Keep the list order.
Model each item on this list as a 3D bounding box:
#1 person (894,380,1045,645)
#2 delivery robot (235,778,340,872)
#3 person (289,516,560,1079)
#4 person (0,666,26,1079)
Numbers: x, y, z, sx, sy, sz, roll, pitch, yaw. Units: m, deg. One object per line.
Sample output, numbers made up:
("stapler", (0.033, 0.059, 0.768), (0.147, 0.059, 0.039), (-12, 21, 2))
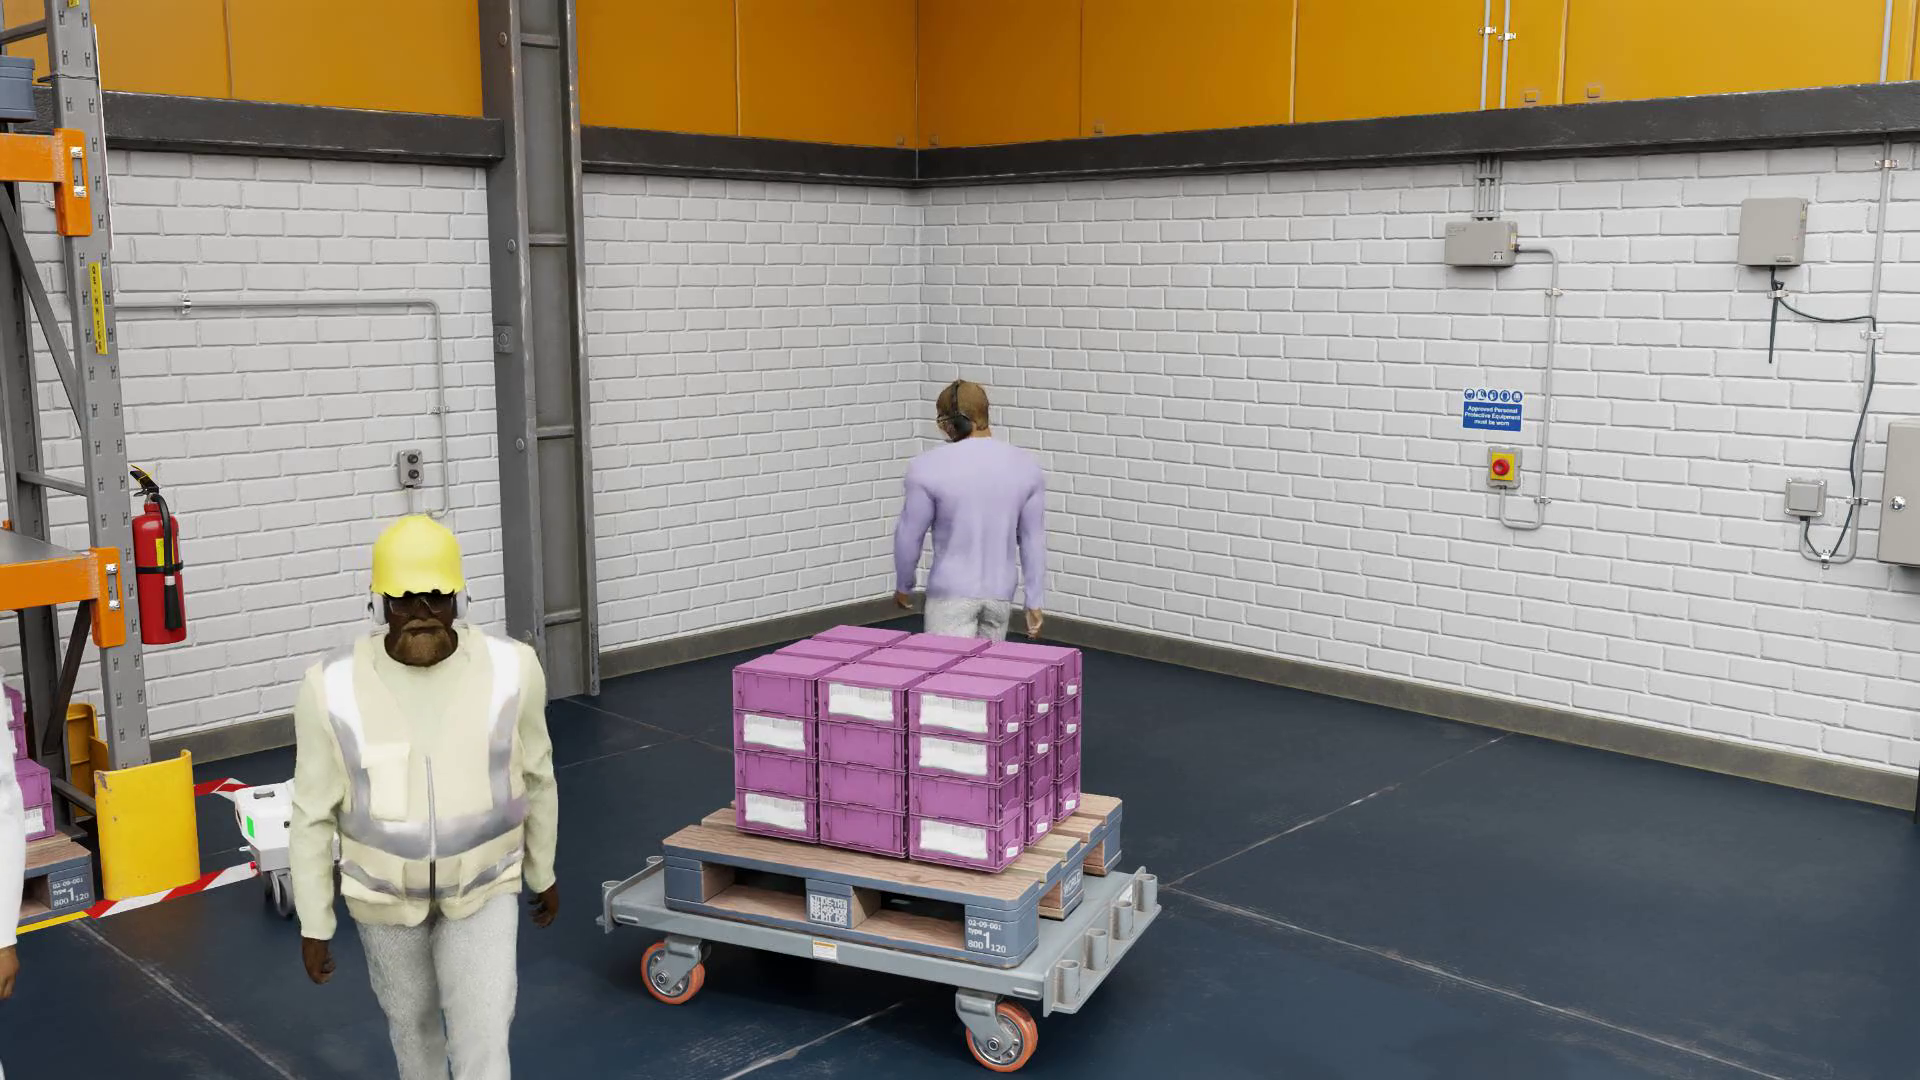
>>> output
("person", (0.044, 0.250, 7.287), (0.637, 1.897, 0.748), (-5, 11, -28))
("delivery robot", (-2.350, 1.024, 6.289), (0.707, 0.478, 0.477), (-5, 10, -28))
("person", (-1.262, 0.833, 3.969), (0.619, 1.782, 0.940), (-3, 10, -17))
("person", (-2.340, 0.841, 3.630), (0.584, 1.883, 0.337), (0, 9, 2))
